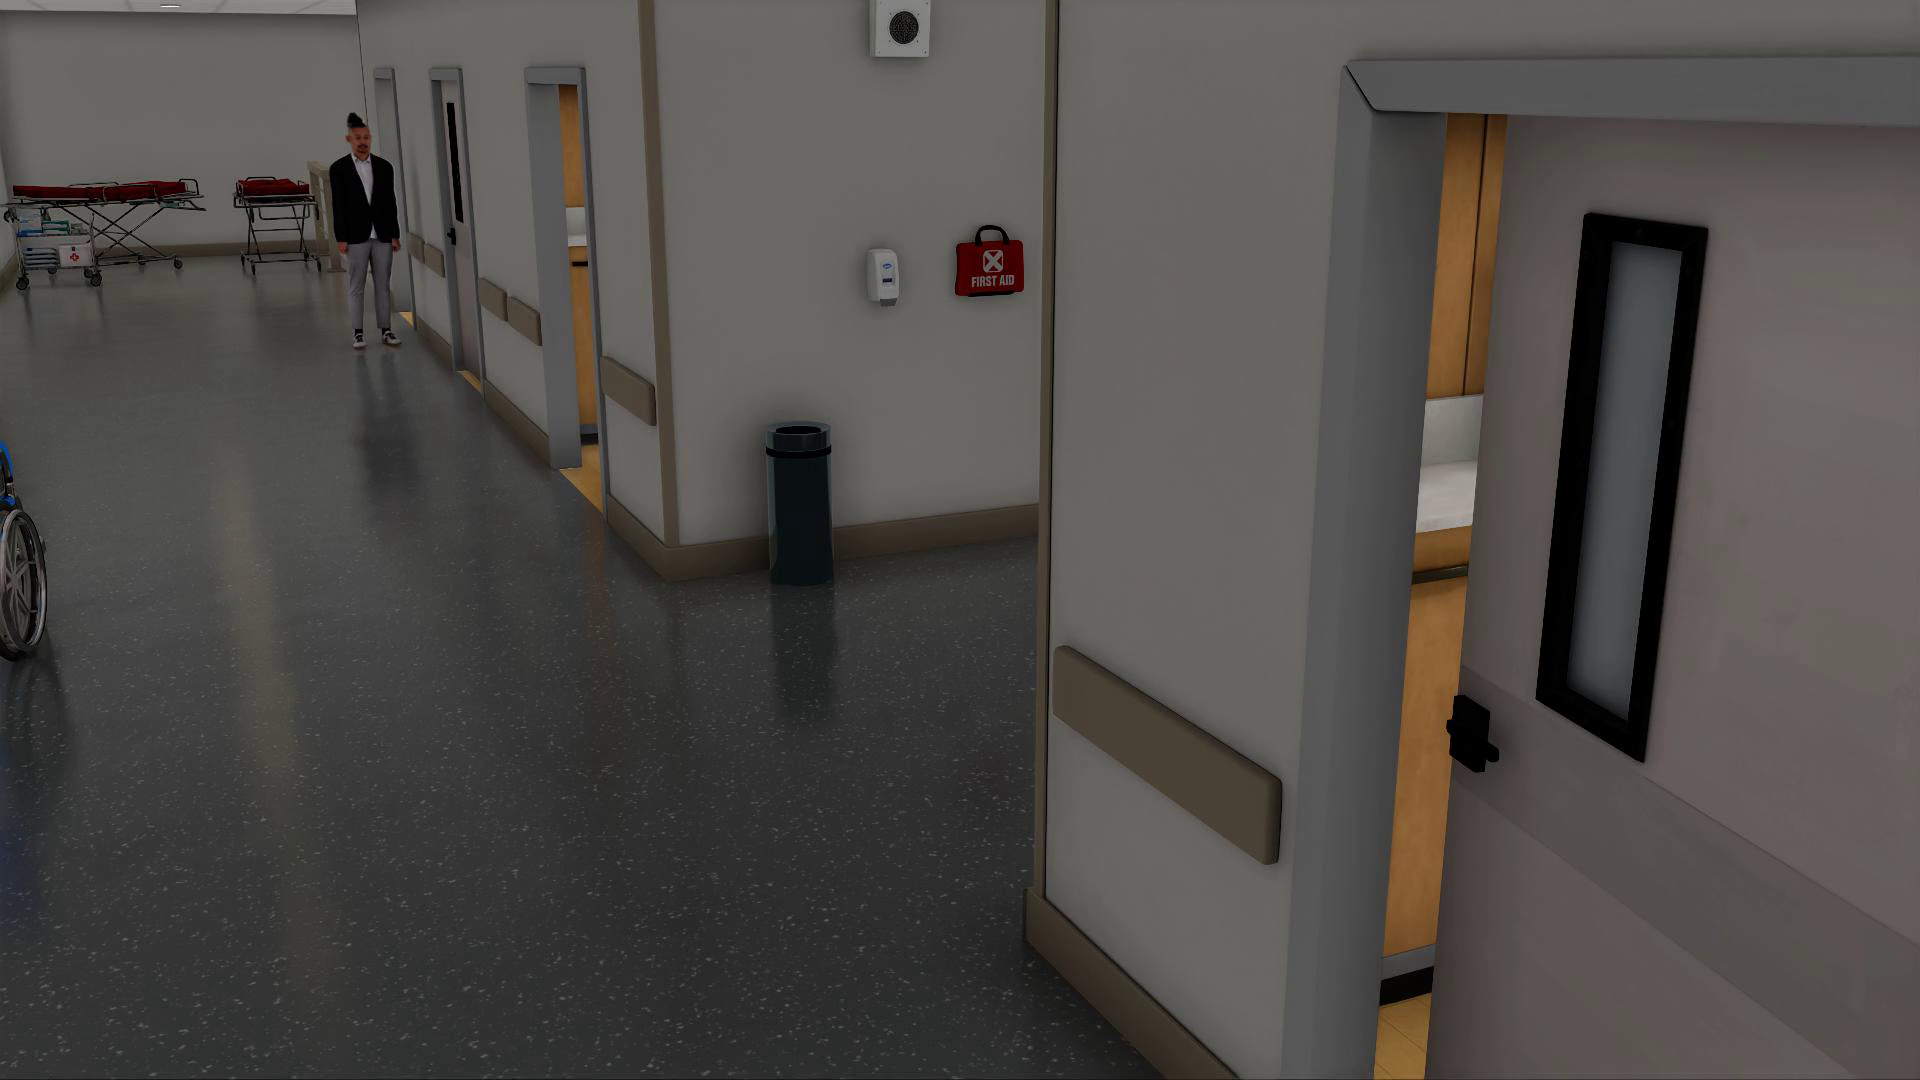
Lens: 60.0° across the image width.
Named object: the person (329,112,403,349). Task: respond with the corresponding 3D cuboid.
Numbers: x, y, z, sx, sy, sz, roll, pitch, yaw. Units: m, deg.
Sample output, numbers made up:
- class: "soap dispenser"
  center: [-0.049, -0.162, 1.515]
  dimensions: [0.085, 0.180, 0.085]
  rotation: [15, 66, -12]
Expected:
- class: "person"
  center: [-5.054, -2.633, 14.148]
  dimensions: [0.741, 1.959, 0.653]
  rotation: [-11, 19, -33]
